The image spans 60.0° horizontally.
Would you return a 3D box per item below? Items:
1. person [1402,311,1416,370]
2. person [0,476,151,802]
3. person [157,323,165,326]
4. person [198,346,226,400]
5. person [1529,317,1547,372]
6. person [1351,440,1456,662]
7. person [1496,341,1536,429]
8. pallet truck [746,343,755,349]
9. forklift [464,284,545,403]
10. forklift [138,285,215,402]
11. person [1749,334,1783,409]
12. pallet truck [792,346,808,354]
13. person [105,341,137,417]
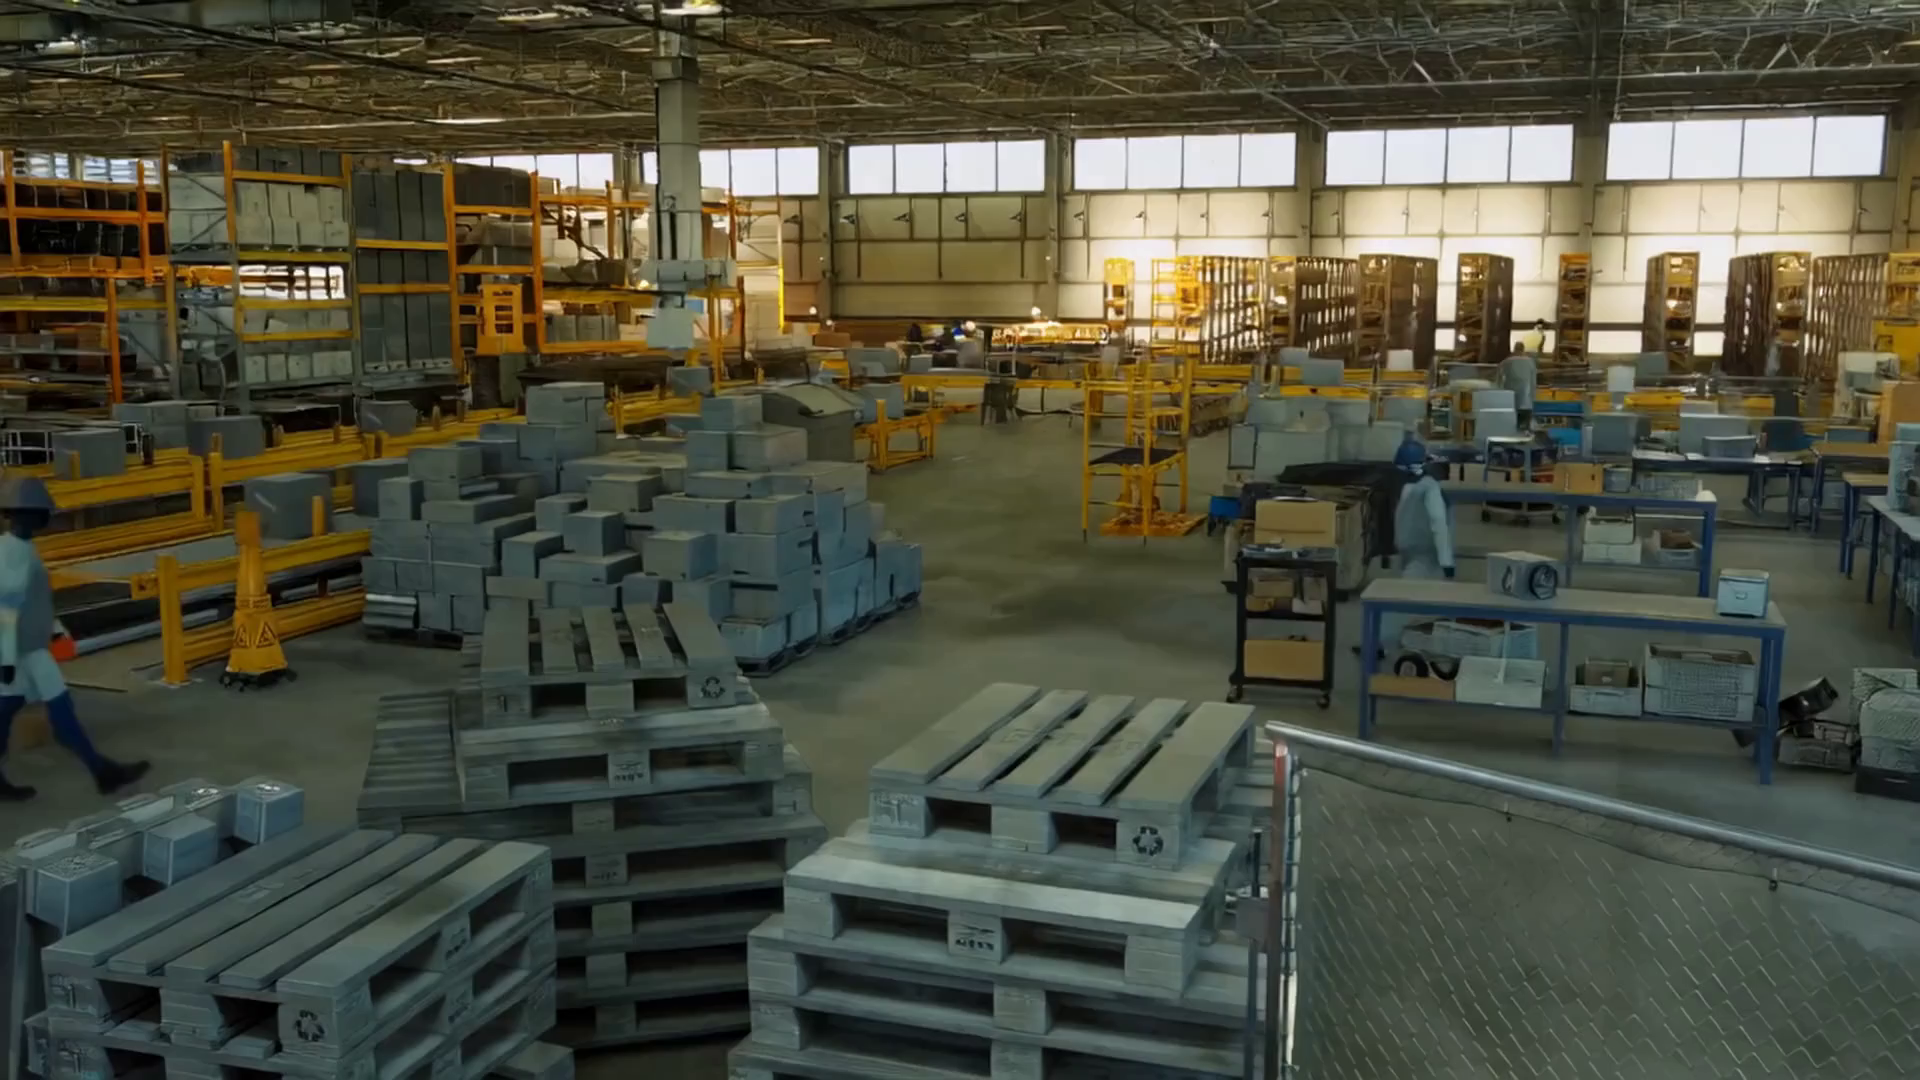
[{"bbox_3d":[13.536,-6.004,50.702,0.964,1.966,0.600,0,9,2],"label":"person"},{"bbox_3d":[-5.252,0.572,9.590,0.975,1.889,0.552,-5,10,-28],"label":"person"},{"bbox_3d":[-19.508,-4.390,40.867,0.652,1.857,0.997,4,10,24],"label":"person"},{"bbox_3d":[-14.811,-3.021,32.963,0.507,1.633,0.278,-1,9,-7],"label":"person"},{"bbox_3d":[17.132,-5.754,49.659,0.647,1.785,0.658,-6,11,-32],"label":"person"},{"bbox_3d":[3.580,0.106,12.918,0.952,1.769,0.616,1,9,6],"label":"person"},{"bbox_3d":[9.585,-2.474,28.721,0.642,1.897,0.399,2,9,11],"label":"person"},{"bbox_3d":[-6.183,-4.618,44.264,1.601,1.201,0.680,-9,12,-43],"label":"pallet truck"},{"bbox_3d":[-10.832,-4.702,39.610,1.129,2.768,1.873,3,10,20],"label":"forklift"},{"bbox_3d":[-17.480,-4.200,36.461,1.873,2.768,1.129,3,10,19],"label":"forklift"},{"bbox_3d":[18.335,-3.797,37.597,0.927,1.729,0.532,4,10,22],"label":"person"},{"bbox_3d":[-3.705,-4.298,42.022,0.653,1.274,1.630,3,10,20],"label":"pallet truck"},{"bbox_3d":[-14.264,-2.425,28.314,0.384,1.929,0.539,6,11,34],"label":"person"}]
